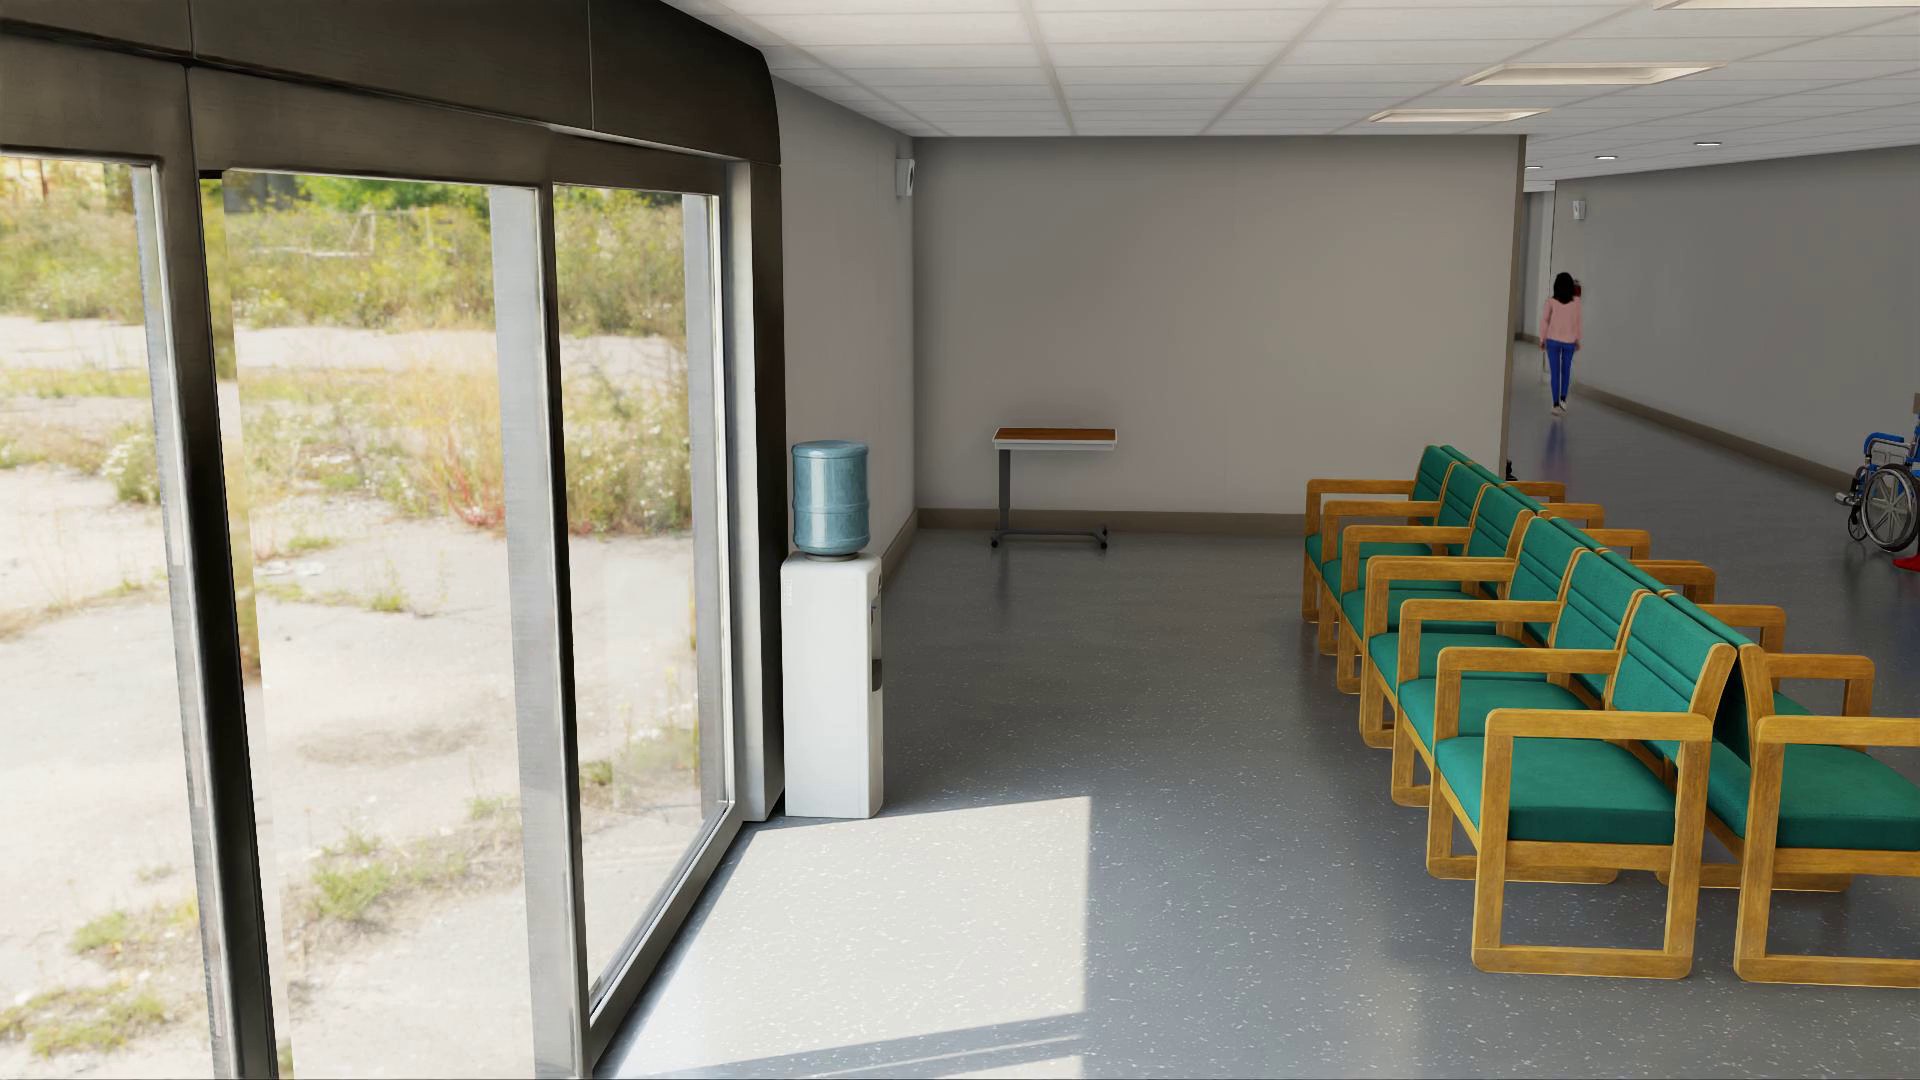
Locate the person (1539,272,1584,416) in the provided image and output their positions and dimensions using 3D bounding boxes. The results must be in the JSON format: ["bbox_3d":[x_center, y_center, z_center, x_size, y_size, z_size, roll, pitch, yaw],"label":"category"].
[{"bbox_3d":[7.468,-2.427,20.637,0.600,1.757,0.760,2,11,12],"label":"person"}]
